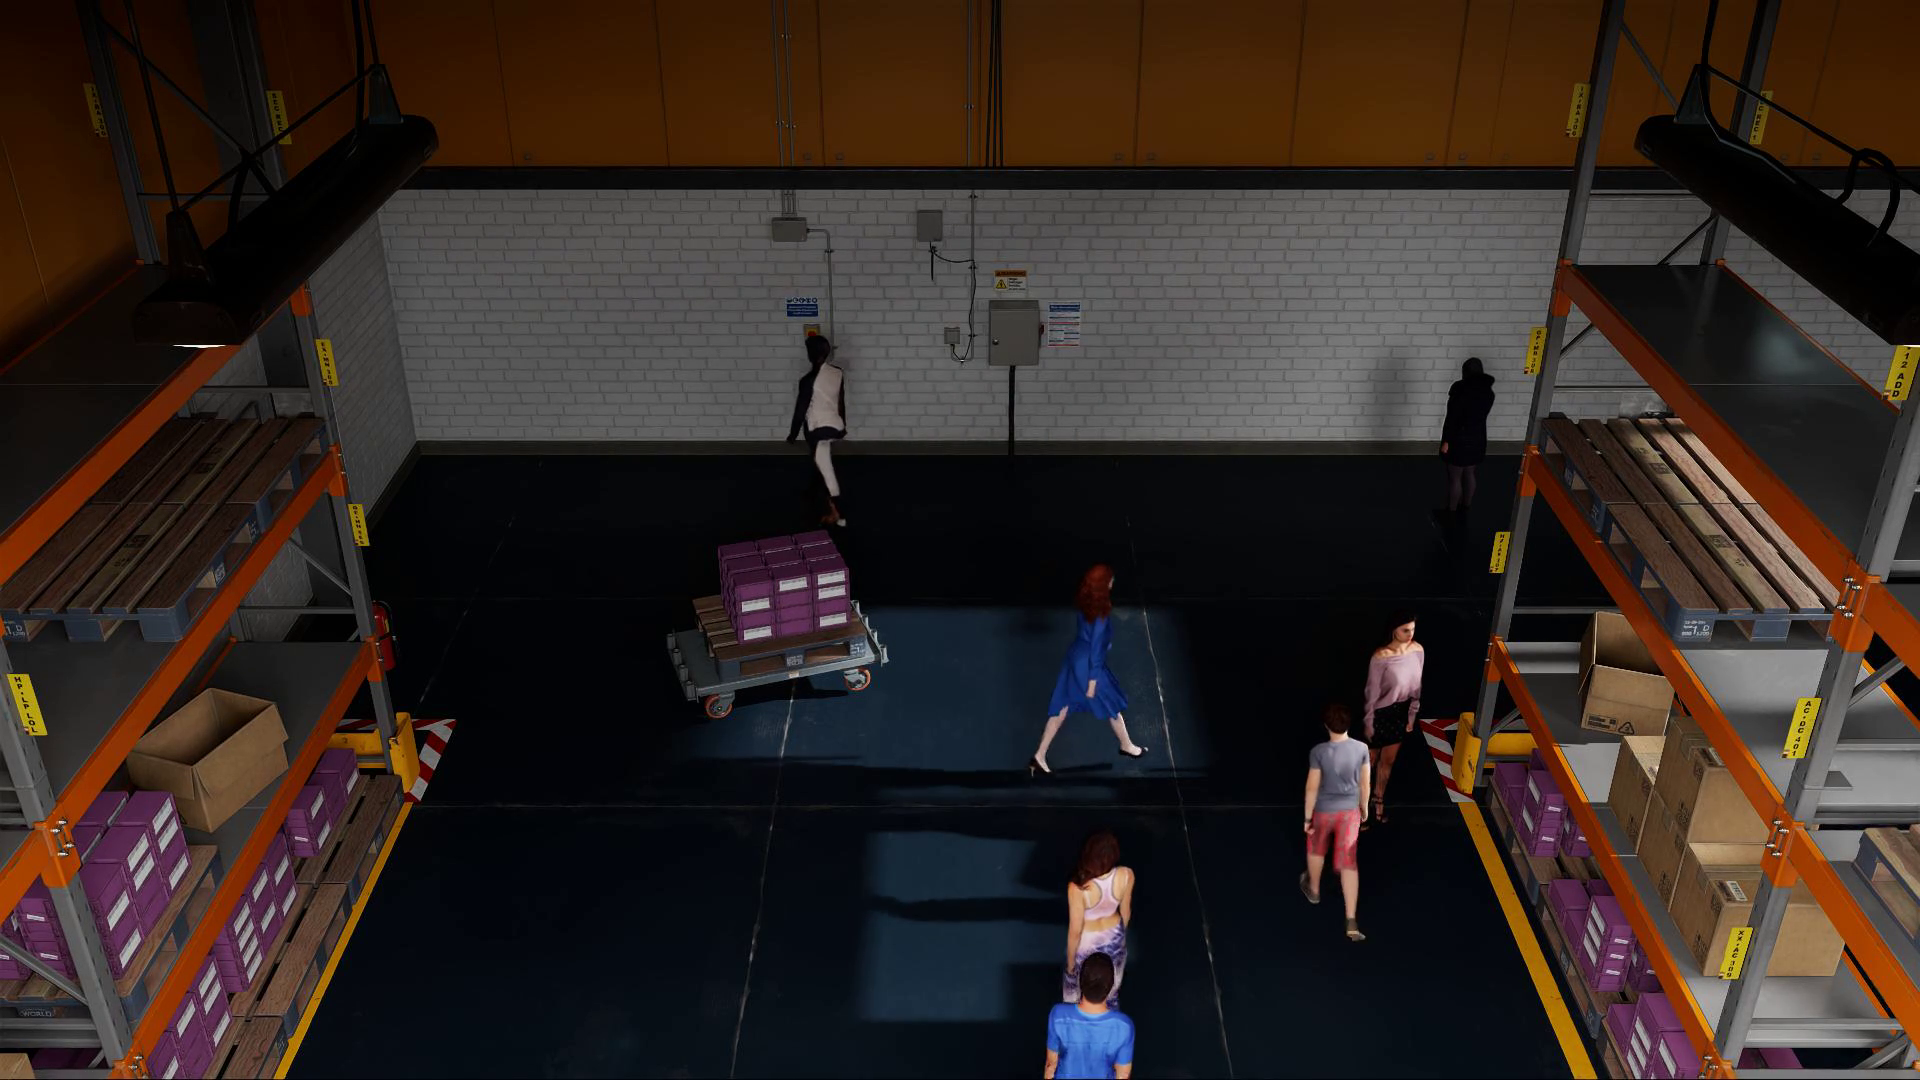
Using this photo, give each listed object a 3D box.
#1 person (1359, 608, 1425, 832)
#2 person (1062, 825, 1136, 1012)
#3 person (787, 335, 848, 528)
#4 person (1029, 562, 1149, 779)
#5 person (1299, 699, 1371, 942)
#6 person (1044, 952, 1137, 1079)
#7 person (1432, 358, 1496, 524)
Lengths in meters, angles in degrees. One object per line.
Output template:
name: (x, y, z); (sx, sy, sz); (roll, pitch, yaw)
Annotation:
person: (2.969, 1.257, 11.649); (0.679, 1.811, 0.653); (-10, 30, -18)
person: (0.817, 2.393, 9.614); (0.691, 1.764, 0.734); (-10, 30, -17)
person: (-1.235, -0.989, 15.712); (1.080, 1.862, 1.066); (18, 33, 30)
person: (0.832, 1.012, 12.149); (0.968, 1.762, 1.198); (-10, 30, -18)
person: (2.463, 1.829, 10.796); (0.631, 1.624, 1.052); (4, 29, 7)
person: (0.622, 2.953, 8.507); (0.635, 1.841, 1.167); (1, 29, 2)
person: (4.817, -0.959, 15.855); (0.788, 1.672, 0.817); (-16, 32, -27)
